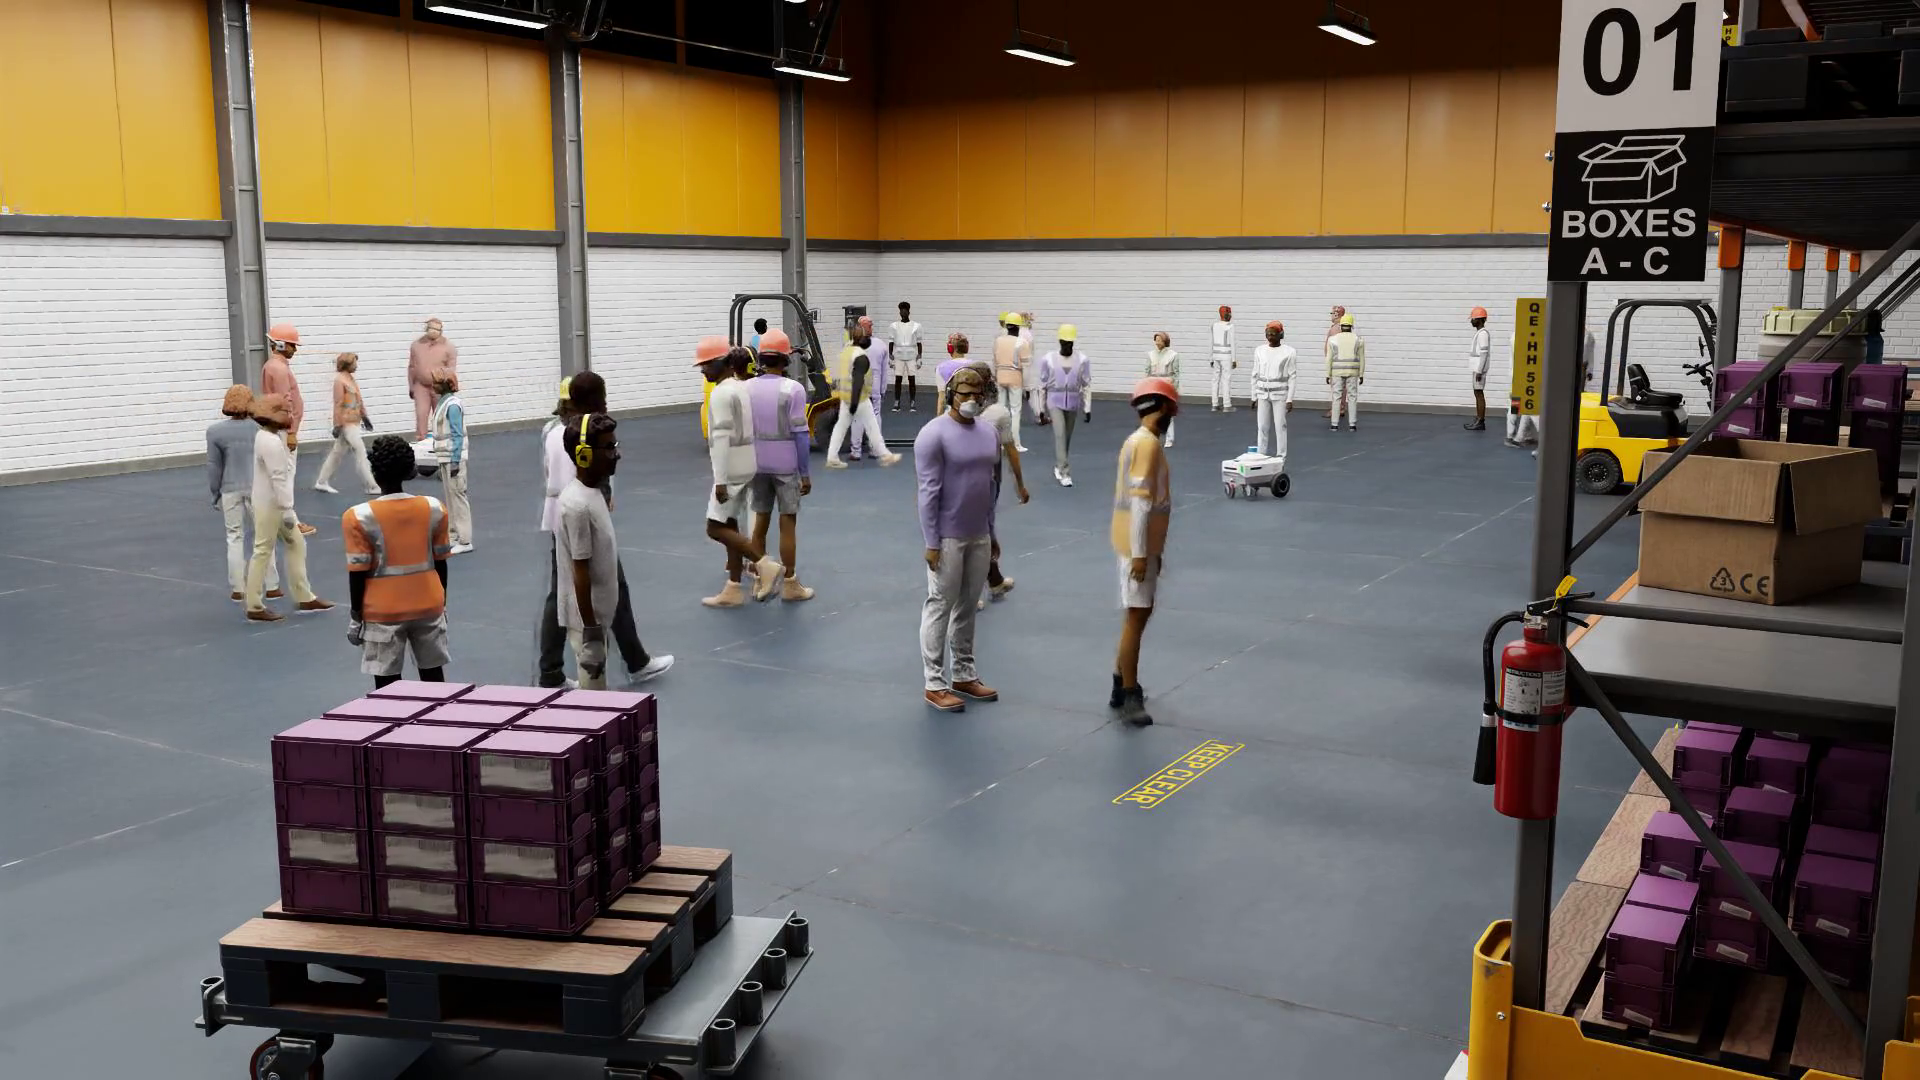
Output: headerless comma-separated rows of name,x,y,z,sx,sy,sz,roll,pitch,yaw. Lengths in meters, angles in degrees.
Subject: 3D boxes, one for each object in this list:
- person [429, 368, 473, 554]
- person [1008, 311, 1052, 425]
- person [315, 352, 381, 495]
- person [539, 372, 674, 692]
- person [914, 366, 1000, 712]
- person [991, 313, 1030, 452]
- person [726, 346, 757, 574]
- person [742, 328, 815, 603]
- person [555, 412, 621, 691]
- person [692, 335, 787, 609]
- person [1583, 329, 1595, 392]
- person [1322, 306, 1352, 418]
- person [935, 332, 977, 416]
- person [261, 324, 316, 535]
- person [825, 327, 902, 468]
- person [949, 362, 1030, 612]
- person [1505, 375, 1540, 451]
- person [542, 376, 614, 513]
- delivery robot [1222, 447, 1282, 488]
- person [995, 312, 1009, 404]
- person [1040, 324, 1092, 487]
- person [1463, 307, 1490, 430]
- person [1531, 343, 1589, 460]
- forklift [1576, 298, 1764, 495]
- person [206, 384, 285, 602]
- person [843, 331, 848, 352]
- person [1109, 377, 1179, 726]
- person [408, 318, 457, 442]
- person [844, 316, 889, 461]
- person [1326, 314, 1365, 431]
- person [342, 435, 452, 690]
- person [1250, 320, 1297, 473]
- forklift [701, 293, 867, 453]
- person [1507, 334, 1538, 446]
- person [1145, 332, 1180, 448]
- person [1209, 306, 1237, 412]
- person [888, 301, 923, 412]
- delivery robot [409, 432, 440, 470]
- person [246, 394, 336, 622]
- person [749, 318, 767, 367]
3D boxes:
person,-4.472,-0.694,14.608,0.310,1.636,0.523,-5,10,-28
person,1.011,-2.751,26.818,0.989,1.850,0.644,-5,11,-30
person,-6.799,-1.283,18.445,0.854,1.596,0.507,-1,9,-9
person,-2.128,-0.046,9.816,0.623,1.877,0.943,8,12,42
person,0.004,-0.014,9.437,0.379,1.937,0.629,8,12,41
person,0.696,-2.163,22.903,0.618,1.922,0.392,6,11,32
person,-1.752,-0.650,13.612,0.530,1.871,0.323,5,10,28
person,-1.369,-0.551,12.441,0.611,2.048,0.361,5,10,28
person,-1.575,0.378,7.195,0.315,1.870,0.533,-2,9,-11
person,-1.630,-0.476,12.100,0.658,2.007,0.663,1,9,8
person,9.852,-2.722,26.693,0.658,1.825,0.450,0,9,-2
person,6.430,-3.042,28.423,0.410,1.909,0.643,6,11,31
person,-0.001,-1.222,17.262,0.565,1.843,0.396,-6,11,-32
person,-6.344,-1.035,15.652,0.393,1.985,0.611,-6,11,-33
person,-1.257,-1.796,21.014,0.986,1.782,0.629,-4,10,-26
person,0.221,-0.396,12.217,0.530,1.798,0.937,7,11,37
person,7.975,-2.126,23.109,0.594,1.787,0.846,-6,11,-32
person,-2.747,-0.313,11.990,0.498,1.717,0.711,-2,9,-11
delivery robot,3.200,-0.780,18.220,0.707,0.478,0.477,-7,12,-38
person,0.877,-3.346,30.779,0.538,1.753,0.558,-6,11,-35
person,1.220,-1.597,19.522,0.599,1.877,0.988,-2,9,-9
person,8.129,-2.691,26.146,0.364,1.934,0.553,2,9,12
person,7.724,-2.014,21.592,1.004,2.000,0.696,-5,10,-30
forklift,7.954,-1.589,18.462,2.313,2.155,1.214,5,11,30
person,-5.347,-0.348,12.455,0.498,1.634,0.284,-2,9,-13
person,-1.597,-2.693,26.442,0.429,1.847,0.623,-7,11,-37
person,1.021,0.057,9.184,0.372,1.888,0.683,1,9,5
person,-7.042,-2.022,22.197,0.677,1.863,0.805,-1,9,-6
person,-1.262,-1.991,21.910,0.647,1.901,0.402,-5,10,-29
person,5.993,-2.598,25.884,0.600,1.832,0.404,1,9,8
person,-2.659,0.350,7.903,0.536,1.697,0.322,-9,13,-44
person,3.821,-1.738,20.352,0.574,1.886,0.356,6,11,34
forklift,-2.458,-2.344,23.176,2.313,2.155,1.214,0,9,-2
person,8.129,-2.318,23.854,0.385,1.932,0.630,-5,10,-26
person,2.852,-2.118,23.500,0.521,1.636,0.311,6,11,33
person,4.683,-3.216,29.605,0.359,1.876,0.573,-8,12,-41
person,-0.972,-3.249,29.532,0.612,1.963,0.361,1,9,4
delivery robot,-6.288,-1.042,19.854,0.707,0.478,0.477,2,9,13
person,-4.744,-0.227,11.757,0.725,1.602,0.532,-5,10,-26
person,-3.381,-2.916,28.290,0.320,1.697,0.531,-8,12,-40
